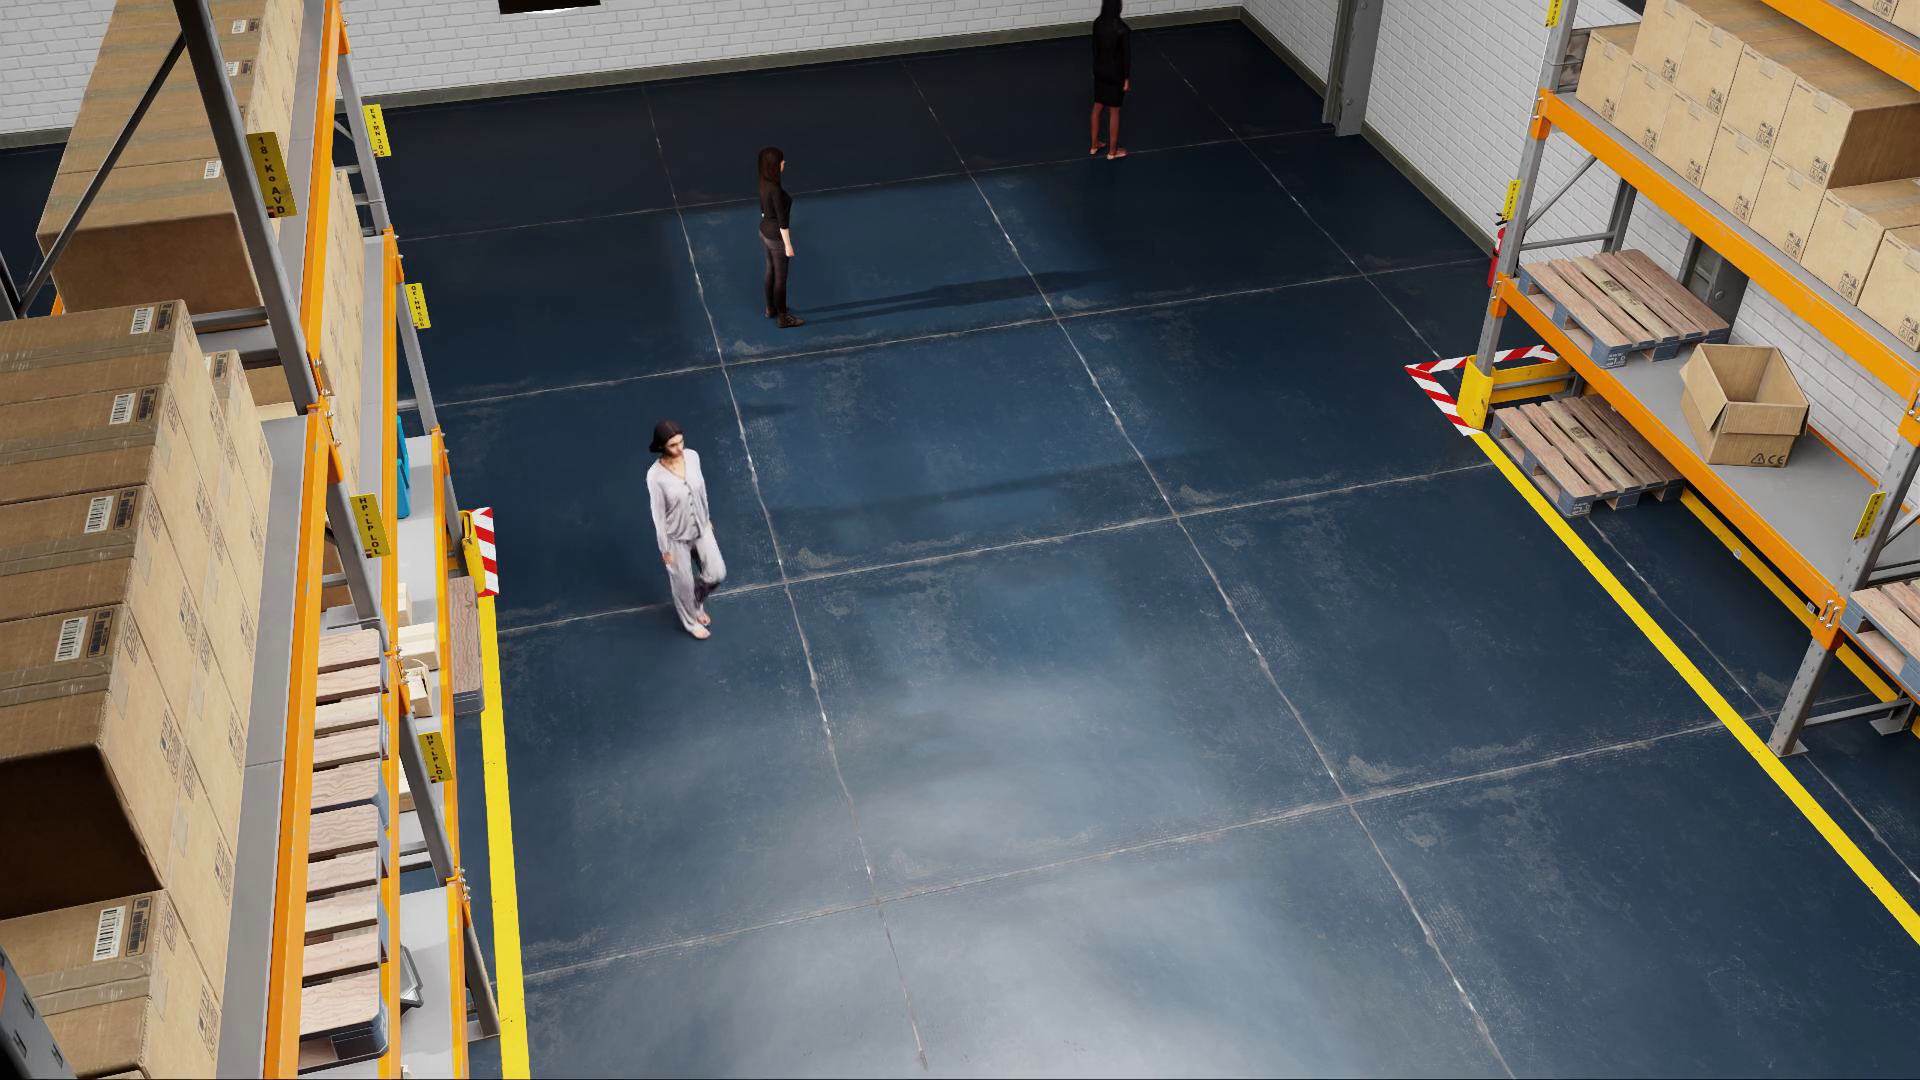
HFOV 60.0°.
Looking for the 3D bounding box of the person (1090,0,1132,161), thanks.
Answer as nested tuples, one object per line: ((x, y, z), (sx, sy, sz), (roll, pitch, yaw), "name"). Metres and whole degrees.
((1.525, -4.740, 16.938), (0.635, 1.721, 0.747), (30, 47, 32), "person")

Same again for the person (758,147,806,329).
((-1.600, -2.614, 14.340), (0.676, 1.642, 0.518), (-20, 43, -23), "person")

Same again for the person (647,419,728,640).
((-1.900, -0.091, 11.084), (0.771, 1.763, 0.738), (32, 48, 33), "person")
